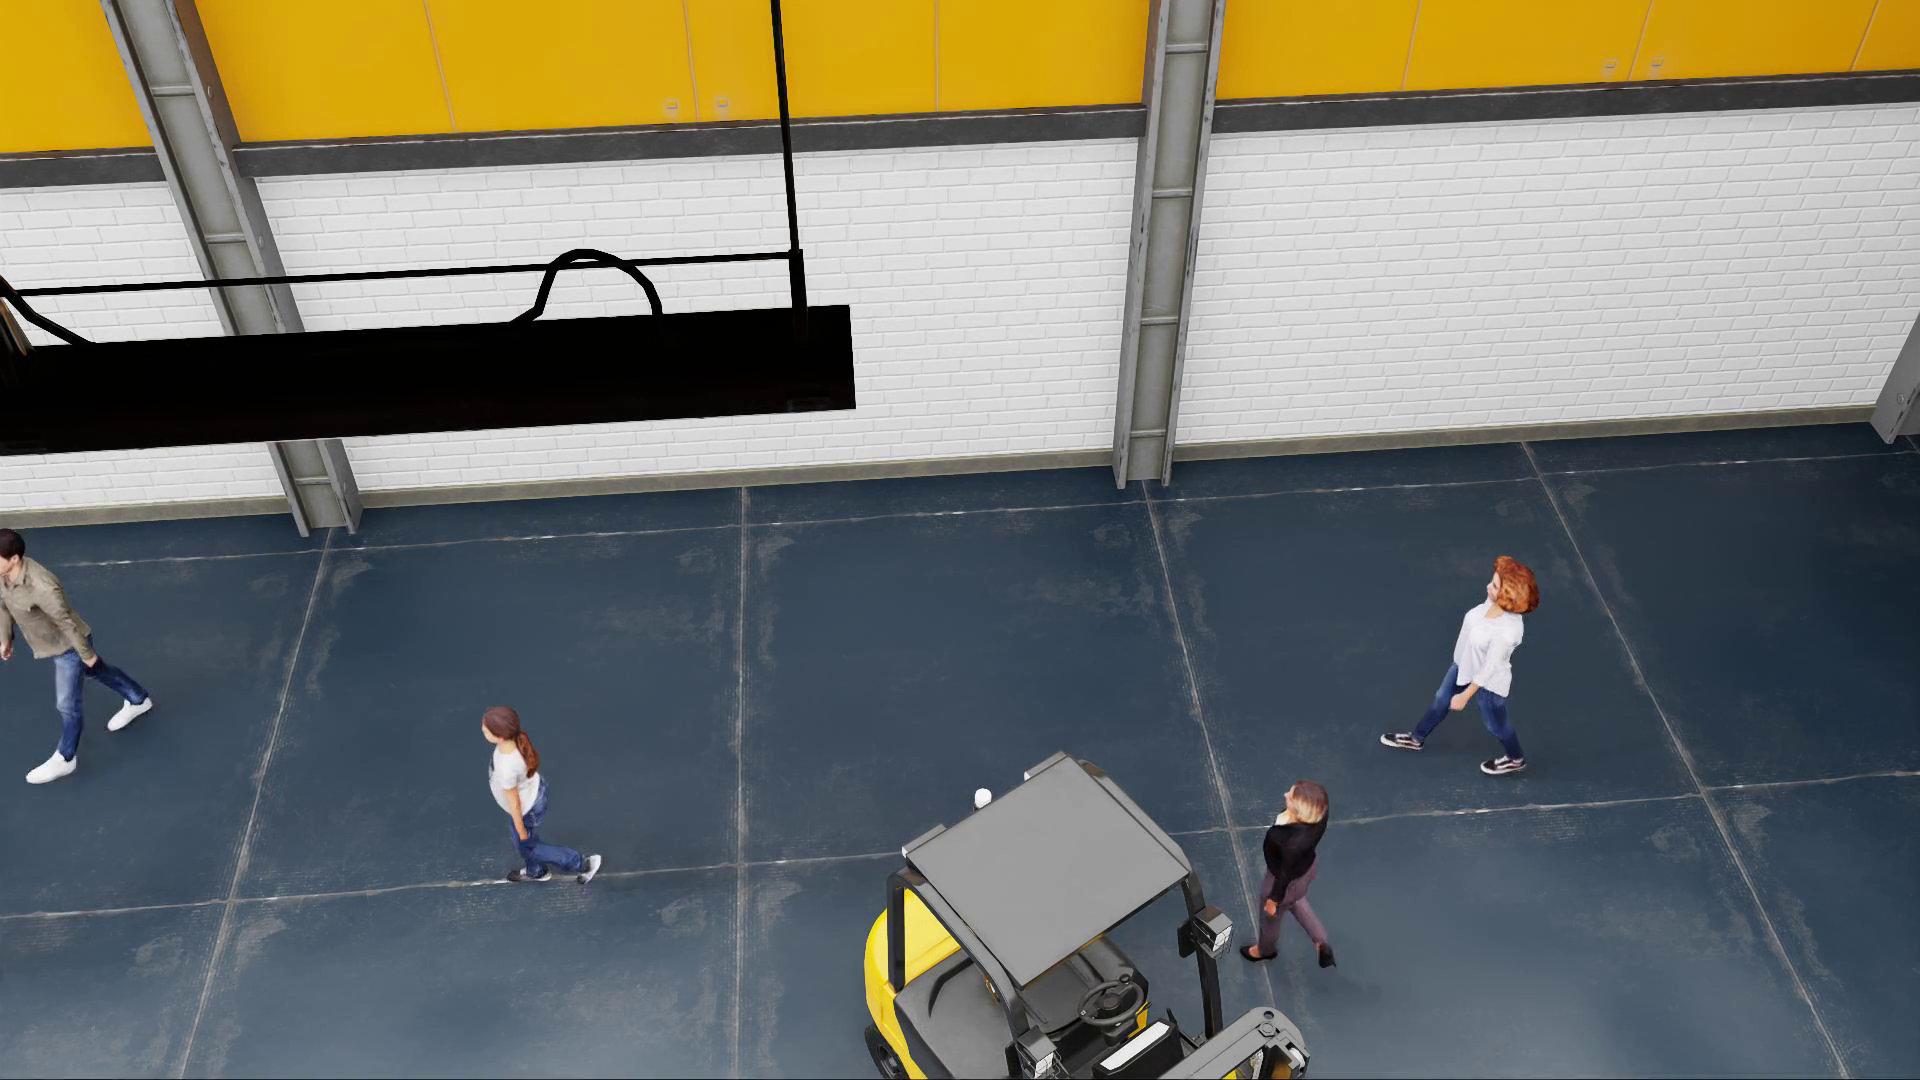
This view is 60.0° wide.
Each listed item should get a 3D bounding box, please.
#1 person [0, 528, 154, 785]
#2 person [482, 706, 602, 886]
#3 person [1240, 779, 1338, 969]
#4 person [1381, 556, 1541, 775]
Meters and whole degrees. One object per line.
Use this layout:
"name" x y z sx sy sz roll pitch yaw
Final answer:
"person" -5.396 0.562 10.154 1.146 1.821 1.202 30 51 28
"person" -2.406 1.475 9.397 0.830 1.545 0.552 -1 44 -1
"person" 1.841 1.848 8.921 0.905 1.659 0.824 23 48 22
"person" 3.246 0.816 9.994 1.131 1.674 0.721 1 44 1
